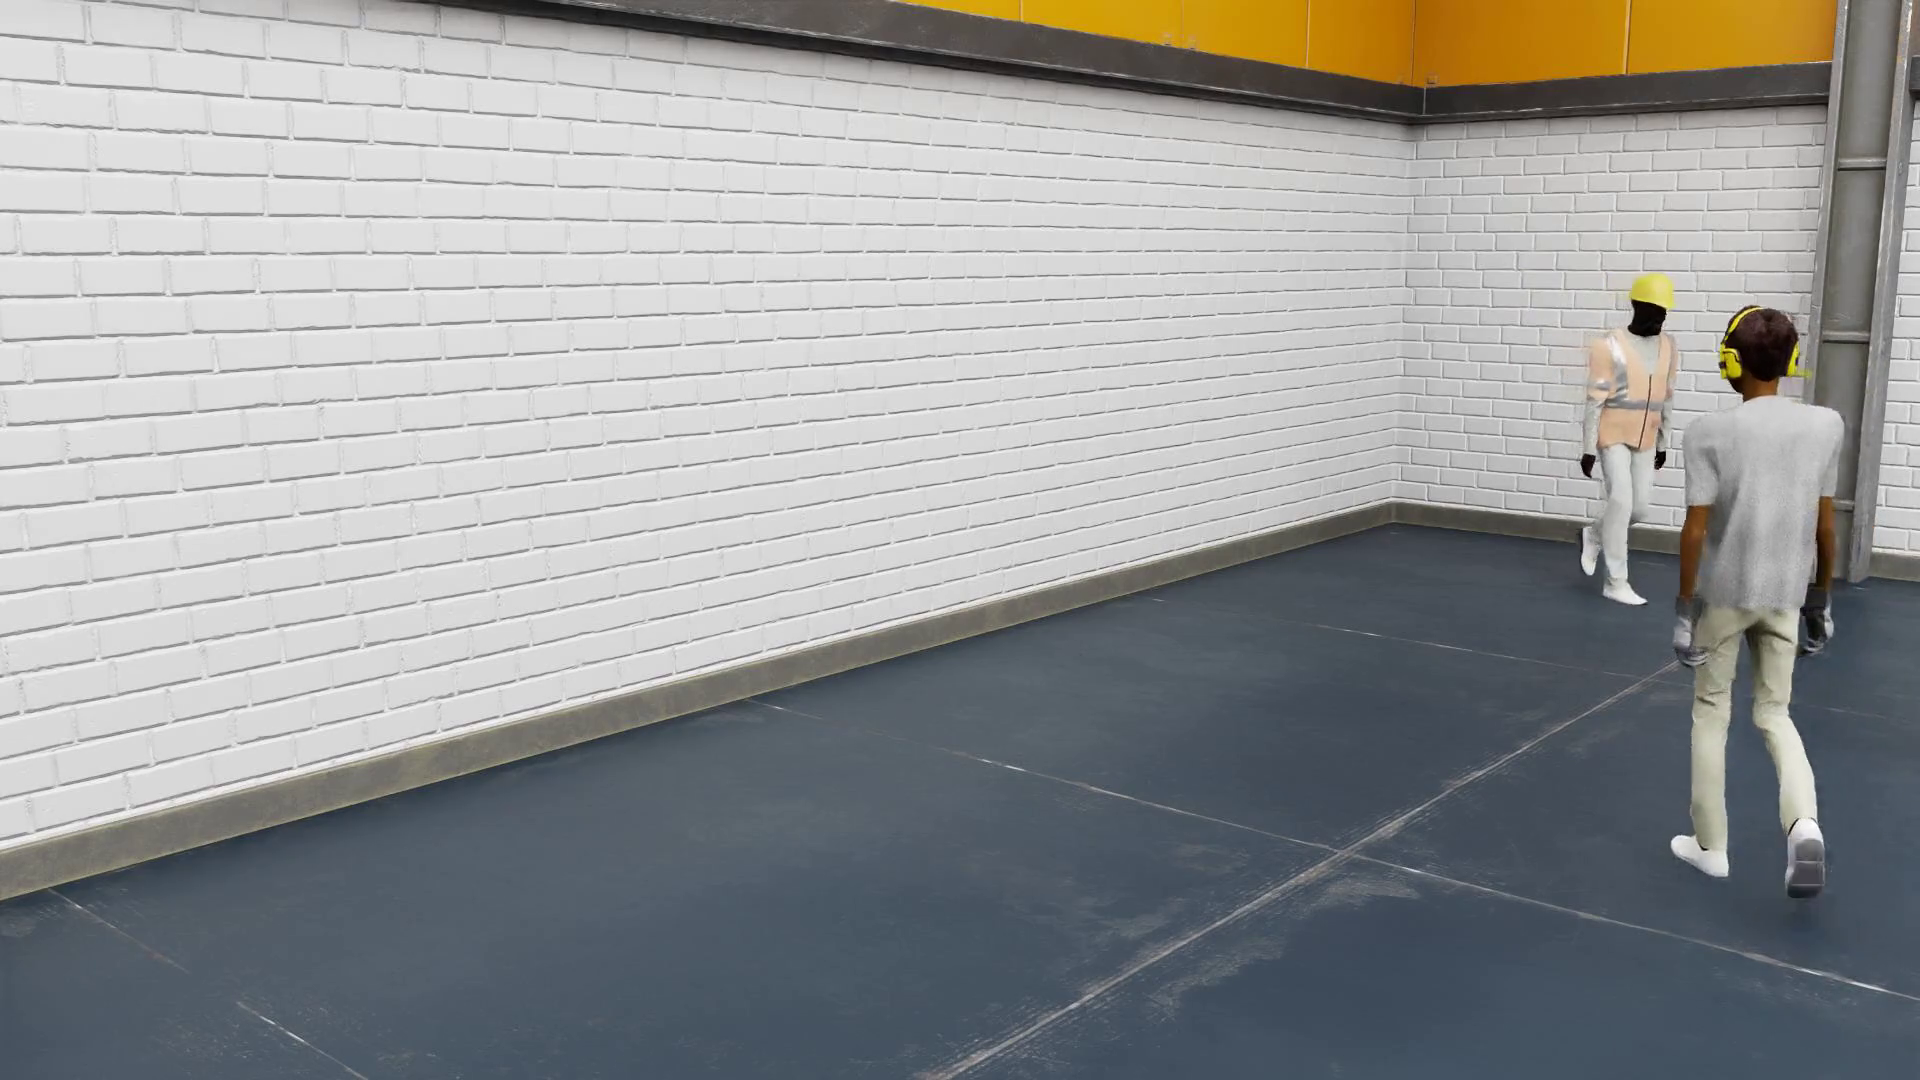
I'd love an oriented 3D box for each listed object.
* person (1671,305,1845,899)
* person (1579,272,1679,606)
[{"bbox_3d":[2.479,0.202,5.160,0.522,1.853,0.628,0,10,2],"label":"person"},{"bbox_3d":[3.819,-0.606,9.649,0.624,1.898,0.691,-3,10,-18],"label":"person"}]
